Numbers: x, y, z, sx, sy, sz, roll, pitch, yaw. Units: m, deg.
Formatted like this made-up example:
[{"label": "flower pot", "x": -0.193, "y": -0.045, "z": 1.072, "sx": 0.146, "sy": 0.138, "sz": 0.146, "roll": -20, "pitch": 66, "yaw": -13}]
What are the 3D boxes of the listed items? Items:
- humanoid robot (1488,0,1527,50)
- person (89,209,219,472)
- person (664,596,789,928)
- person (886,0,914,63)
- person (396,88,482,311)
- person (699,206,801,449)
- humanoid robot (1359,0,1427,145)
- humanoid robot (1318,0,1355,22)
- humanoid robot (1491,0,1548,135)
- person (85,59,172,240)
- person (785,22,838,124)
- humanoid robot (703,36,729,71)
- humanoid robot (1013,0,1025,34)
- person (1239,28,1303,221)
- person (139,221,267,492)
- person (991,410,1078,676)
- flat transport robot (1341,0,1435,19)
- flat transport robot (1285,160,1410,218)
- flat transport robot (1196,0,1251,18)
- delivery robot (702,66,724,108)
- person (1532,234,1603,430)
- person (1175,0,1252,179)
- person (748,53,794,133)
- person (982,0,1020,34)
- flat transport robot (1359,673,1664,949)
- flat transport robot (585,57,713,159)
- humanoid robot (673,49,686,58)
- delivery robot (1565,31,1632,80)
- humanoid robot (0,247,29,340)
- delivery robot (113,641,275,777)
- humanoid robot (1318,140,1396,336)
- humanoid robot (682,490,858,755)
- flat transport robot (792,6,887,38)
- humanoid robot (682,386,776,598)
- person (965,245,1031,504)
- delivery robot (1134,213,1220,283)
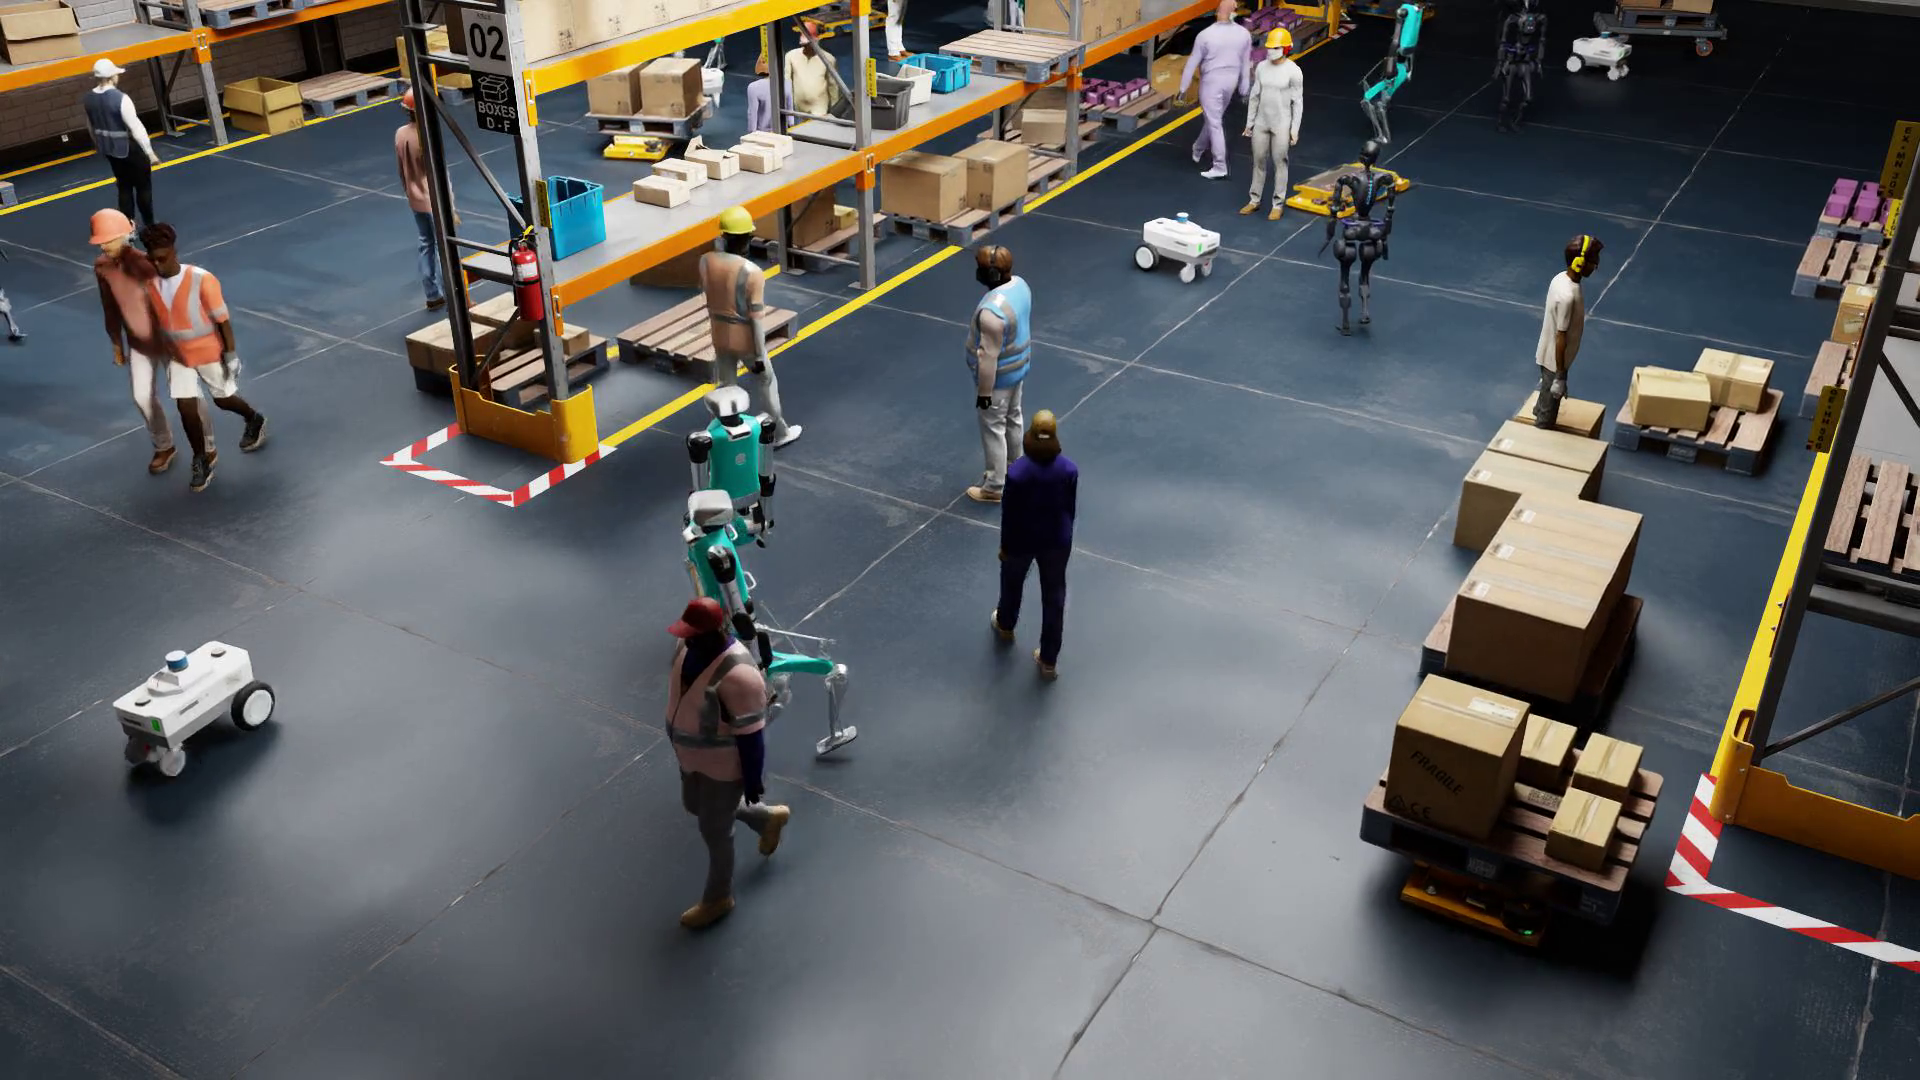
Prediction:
[{"label": "humanoid robot", "x": 7.667, "y": -7.533, "z": 22.831, "sx": 0.610, "sy": 1.646, "sz": 0.316, "roll": -2, "pitch": 30, "yaw": -3}, {"label": "person", "x": -5.682, "y": -1.371, "z": 11.644, "sx": 0.616, "sy": 1.974, "sz": 0.476, "roll": 8, "pitch": 30, "yaw": 13}, {"label": "person", "x": -1.096, "y": 0.969, "z": 7.737, "sx": 0.630, "sy": 1.734, "sz": 0.625, "roll": -21, "pitch": 35, "yaw": -32}, {"label": "person", "x": -0.821, "y": -7.453, "z": 22.434, "sx": 0.379, "sy": 1.937, "sz": 0.628, "roll": 8, "pitch": 30, "yaw": 14}, {"label": "person", "x": -4.536, "y": -2.917, "z": 14.358, "sx": 0.624, "sy": 1.991, "sz": 0.416, "roll": 21, "pitch": 36, "yaw": 33}, {"label": "person", "x": -1.518, "y": -1.473, "z": 11.897, "sx": 0.586, "sy": 1.891, "sz": 0.872, "roll": 16, "pitch": 33, "yaw": 26}, {"label": "humanoid robot", "x": 4.876, "y": -5.380, "z": 19.011, "sx": 0.663, "sy": 1.839, "sz": 0.555, "roll": 25, "pitch": 38, "yaw": 37}, {"label": "humanoid robot", "x": 5.524, "y": -8.609, "z": 24.694, "sx": 0.883, "sy": 1.785, "sz": 0.550, "roll": 15, "pitch": 33, "yaw": 24}, {"label": "humanoid robot", "x": 6.503, "y": -5.566, "z": 19.356, "sx": 0.600, "sy": 1.640, "sz": 0.395, "roll": -4, "pitch": 30, "yaw": -8}, {"label": "person", "x": -8.105, "y": -3.786, "z": 16.139, "sx": 0.796, "sy": 1.746, "sz": 0.477, "roll": 10, "pitch": 31, "yaw": 18}, {"label": "person", "x": -1.605, "y": -4.634, "z": 17.677, "sx": 0.566, "sy": 1.705, "sz": 0.864, "roll": 7, "pitch": 30, "yaw": 12}, {"label": "humanoid robot", "x": -3.247, "y": -6.966, "z": 21.781, "sx": 0.863, "sy": 1.771, "sz": 0.534, "roll": -26, "pitch": 38, "yaw": -37}, {"label": "humanoid robot", "x": 0.960, "y": -7.580, "z": 22.857, "sx": 0.543, "sy": 1.771, "sz": 0.893, "roll": 2, "pitch": 30, "yaw": 4}, {"label": "person", "x": 3.128, "y": -4.159, "z": 16.648, "sx": 0.587, "sy": 1.894, "sz": 0.363, "roll": 20, "pitch": 35, "yaw": 31}, {"label": "person", "x": -5.327, "y": -1.372, "z": 11.694, "sx": 0.612, "sy": 1.927, "sz": 0.835, "roll": 3, "pitch": 30, "yaw": 5}, {"label": "person", "x": 0.419, "y": -0.039, "z": 9.656, "sx": 0.469, "sy": 1.589, "sz": 0.760, "roll": -7, "pitch": 30, "yaw": -11}, {"label": "flat transport robot", "x": 6.395, "y": -8.076, "z": 25.228, "sx": 1.431, "sy": 0.231, "sz": 0.659, "roll": 23, "pitch": 37, "yaw": 34}, {"label": "flat transport robot", "x": 4.082, "y": -3.685, "z": 17.460, "sx": 0.659, "sy": 0.231, "sz": 1.431, "roll": 24, "pitch": 37, "yaw": 36}, {"label": "flat transport robot", "x": 3.630, "y": -8.052, "z": 25.186, "sx": 1.431, "sy": 0.231, "sz": 0.659, "roll": -11, "pitch": 31, "yaw": -19}, {"label": "delivery robot", "x": -3.313, "y": -5.619, "z": 20.589, "sx": 0.765, "sy": 0.594, "sz": 0.503, "roll": -14, "pitch": 32, "yaw": -23}, {"label": "person", "x": 4.126, "y": -1.195, "z": 11.438, "sx": 0.329, "sy": 1.864, "sz": 0.506, "roll": 7, "pitch": 30, "yaw": 12}, {"label": "person", "x": 2.740, "y": -4.908, "z": 18.047, "sx": 0.754, "sy": 1.825, "sz": 1.020, "roll": -11, "pitch": 31, "yaw": -19}, {"label": "person", "x": -1.911, "y": -4.129, "z": 16.864, "sx": 0.505, "sy": 1.626, "sz": 0.289, "roll": -18, "pitch": 34, "yaw": -28}, {"label": "person", "x": 0.611, "y": -8.273, "z": 23.984, "sx": 0.504, "sy": 1.836, "sz": 1.150, "roll": -7, "pitch": 30, "yaw": -11}, {"label": "flat transport robot", "x": 2.768, "y": 1.458, "z": 8.363, "sx": 0.659, "sy": 0.231, "sz": 1.431, "roll": 17, "pitch": 34, "yaw": 27}, {"label": "flat transport robot", "x": -3.570, "y": -4.704, "z": 19.262, "sx": 0.659, "sy": 0.231, "sz": 1.431, "roll": 5, "pitch": 30, "yaw": 8}, {"label": "humanoid robot", "x": -3.727, "y": -6.571, "z": 21.069, "sx": 0.784, "sy": 1.775, "sz": 0.564, "roll": 4, "pitch": 30, "yaw": 7}, {"label": "delivery robot", "x": 8.469, "y": -6.427, "z": 22.007, "sx": 0.773, "sy": 0.582, "sz": 0.499, "roll": 25, "pitch": 38, "yaw": 37}, {"label": "humanoid robot", "x": -8.243, "y": -2.409, "z": 13.796, "sx": 0.717, "sy": 1.630, "sz": 0.589, "roll": 24, "pitch": 37, "yaw": 35}, {"label": "delivery robot", "x": -4.219, "y": 0.867, "z": 9.089, "sx": 0.499, "sy": 0.566, "sz": 0.742, "roll": 13, "pitch": 32, "yaw": 22}, {"label": "humanoid robot", "x": 3.339, "y": -2.532, "z": 13.995, "sx": 0.599, "sy": 1.645, "sz": 0.352, "roll": -3, "pitch": 30, "yaw": -5}, {"label": "humanoid robot", "x": -0.892, "y": 0.470, "z": 8.655, "sx": 1.008, "sy": 1.752, "sz": 0.544, "roll": -12, "pitch": 32, "yaw": -21}, {"label": "flat transport robot", "x": -1.684, "y": -7.575, "z": 24.342, "sx": 1.431, "sy": 0.231, "sz": 0.659, "roll": -21, "pitch": 36, "yaw": -33}, {"label": "humanoid robot", "x": -1.403, "y": -0.156, "z": 9.643, "sx": 0.530, "sy": 1.708, "sz": 0.729, "roll": -19, "pitch": 35, "yaw": -30}, {"label": "person", "x": 0.251, "y": -1.129, "z": 11.355, "sx": 0.429, "sy": 1.836, "sz": 0.631, "roll": 12, "pitch": 32, "yaw": 20}, {"label": "delivery robot", "x": 2.035, "y": -2.758, "z": 15.520, "sx": 0.757, "sy": 0.586, "sz": 0.523, "roll": 25, "pitch": 38, "yaw": 37}]
